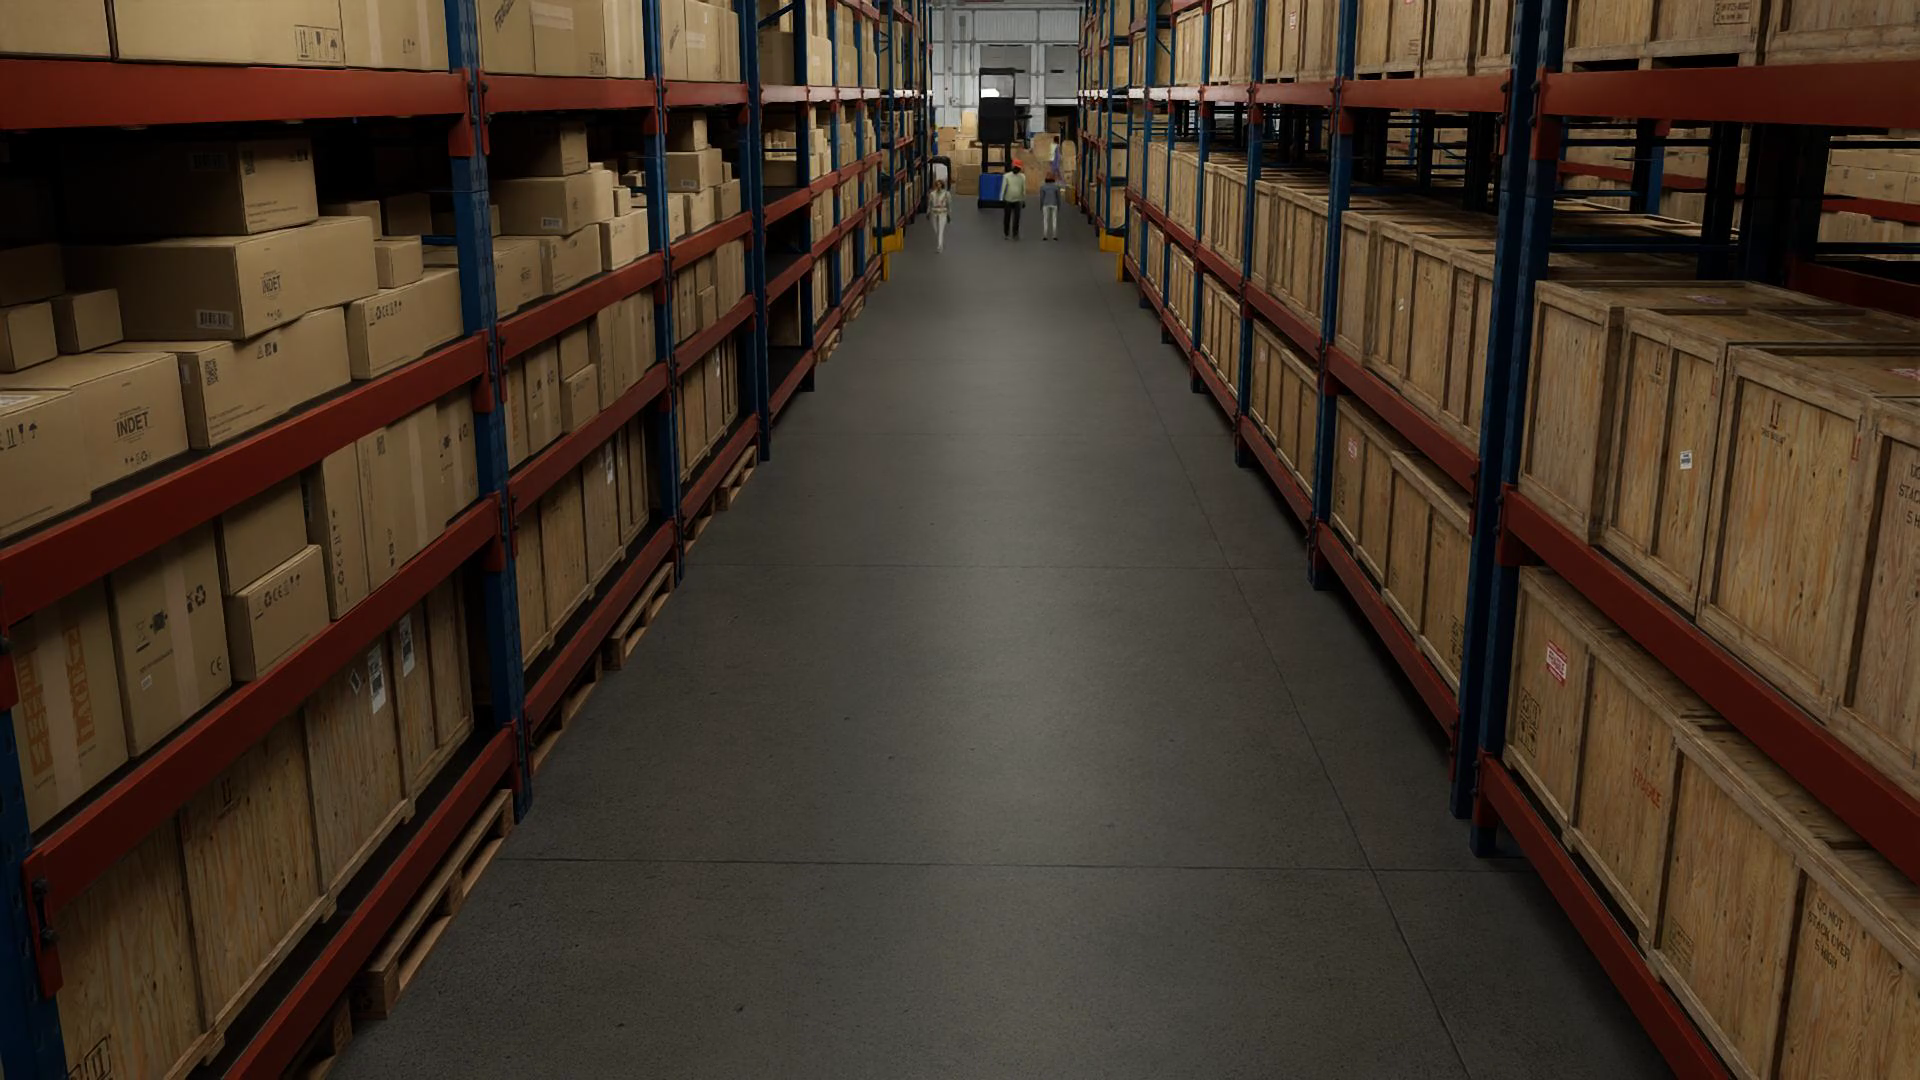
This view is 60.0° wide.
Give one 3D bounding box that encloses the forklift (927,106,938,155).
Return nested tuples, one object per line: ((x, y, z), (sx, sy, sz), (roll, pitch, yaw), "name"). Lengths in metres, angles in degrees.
((-1.527, -20.289, 83.281), (1.873, 2.768, 1.129), (8, 17, 27), "forklift")

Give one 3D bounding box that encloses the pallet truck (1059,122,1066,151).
((5.788, -21.111, 88.014), (1.885, 1.965, 0.823), (5, 16, 18), "pallet truck")

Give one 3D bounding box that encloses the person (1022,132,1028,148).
((3.193, -19.619, 83.227), (0.833, 1.595, 0.521), (-5, 16, -17), "person")

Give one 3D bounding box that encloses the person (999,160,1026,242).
((1.259, -8.126, 39.854), (0.697, 1.926, 0.995), (-4, 16, -16), "person")

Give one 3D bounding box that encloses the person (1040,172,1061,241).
((2.159, -7.994, 39.897), (0.499, 1.633, 0.279), (1, 15, 3), "person")

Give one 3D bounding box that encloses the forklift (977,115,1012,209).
((1.110, -11.558, 50.795), (1.129, 2.768, 1.873), (0, 15, 2), "forklift")

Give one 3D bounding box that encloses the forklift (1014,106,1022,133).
((2.600, -20.132, 82.695), (1.129, 2.768, 1.873), (-7, 17, -26), "forklift")

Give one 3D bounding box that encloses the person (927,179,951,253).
((-0.430, -7.242, 37.127), (0.527, 1.617, 0.660), (7, 17, 26), "person")

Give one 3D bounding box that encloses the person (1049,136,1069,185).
((3.732, -14.484, 63.604), (1.022, 1.865, 0.601), (-4, 16, -14), "person")
